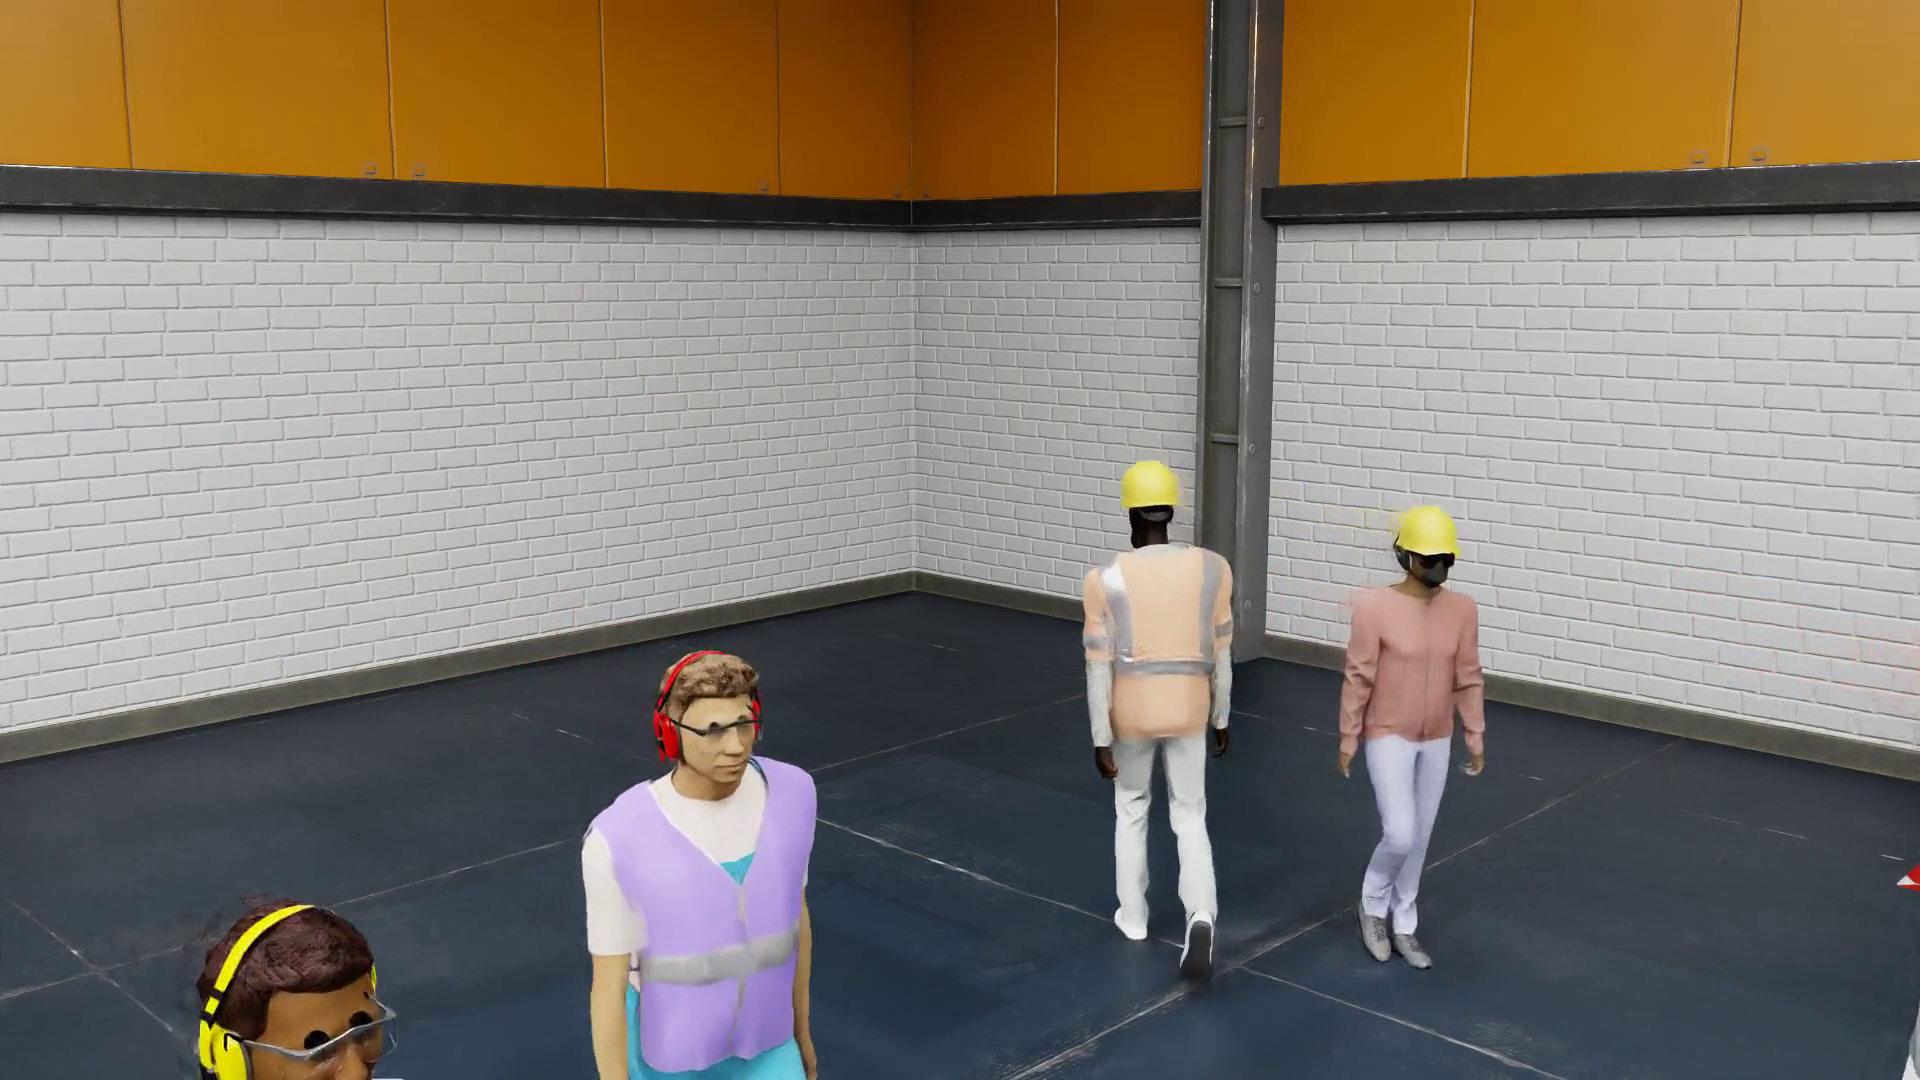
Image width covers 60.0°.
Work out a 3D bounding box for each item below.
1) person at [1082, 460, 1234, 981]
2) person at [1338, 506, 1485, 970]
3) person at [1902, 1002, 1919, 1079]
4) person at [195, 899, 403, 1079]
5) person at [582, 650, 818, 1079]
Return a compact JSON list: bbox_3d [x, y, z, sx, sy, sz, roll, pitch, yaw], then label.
[{"bbox_3d":[0.752,0.661,6.178,0.596,1.902,0.786,-1,9,-5],"label":"person"},{"bbox_3d":[1.681,0.738,6.144,0.553,1.749,0.375,-3,10,-19],"label":"person"},{"bbox_3d":[1.912,1.190,3.018,0.649,1.871,0.999,-5,11,-29],"label":"person"},{"bbox_3d":[-0.815,1.361,2.153,0.977,1.820,0.519,8,12,39],"label":"person"},{"bbox_3d":[-0.478,1.134,3.517,0.589,1.821,0.647,-8,12,-39],"label":"person"}]
